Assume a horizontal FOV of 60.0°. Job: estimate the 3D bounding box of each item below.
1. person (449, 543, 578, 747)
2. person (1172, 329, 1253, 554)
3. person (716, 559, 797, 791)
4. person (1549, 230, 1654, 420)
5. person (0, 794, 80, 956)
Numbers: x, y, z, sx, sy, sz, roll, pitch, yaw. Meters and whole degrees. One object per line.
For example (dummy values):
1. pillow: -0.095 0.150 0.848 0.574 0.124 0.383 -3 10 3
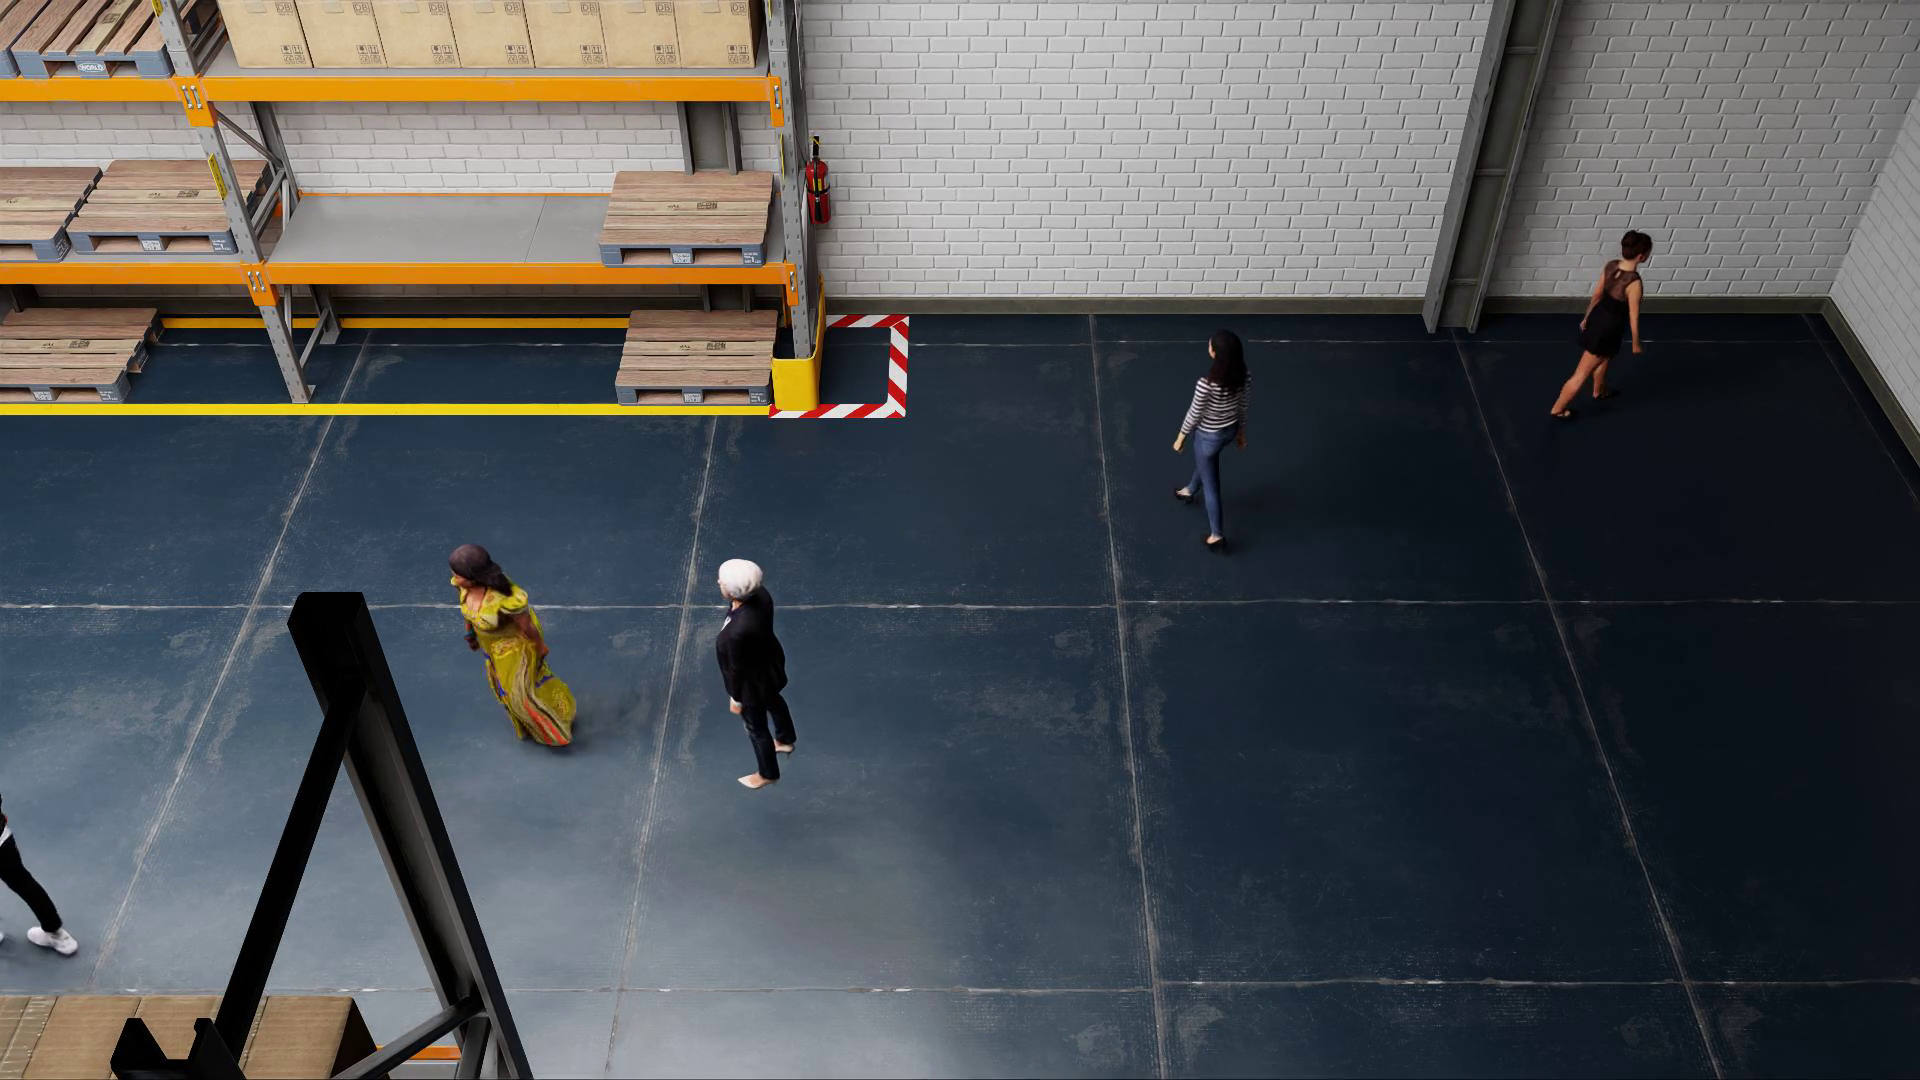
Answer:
1. person: -2.706 0.598 10.191 0.955 1.627 1.046 18 47 18
2. person: 1.789 -0.625 11.371 0.981 1.770 0.975 -25 49 -24
3. person: -1.124 0.707 9.181 0.652 1.779 0.760 8 44 8
4. person: 4.746 -1.566 12.443 0.901 1.655 0.662 -5 44 -6
5. person: -5.223 1.678 8.936 1.099 1.793 0.912 15 46 15
